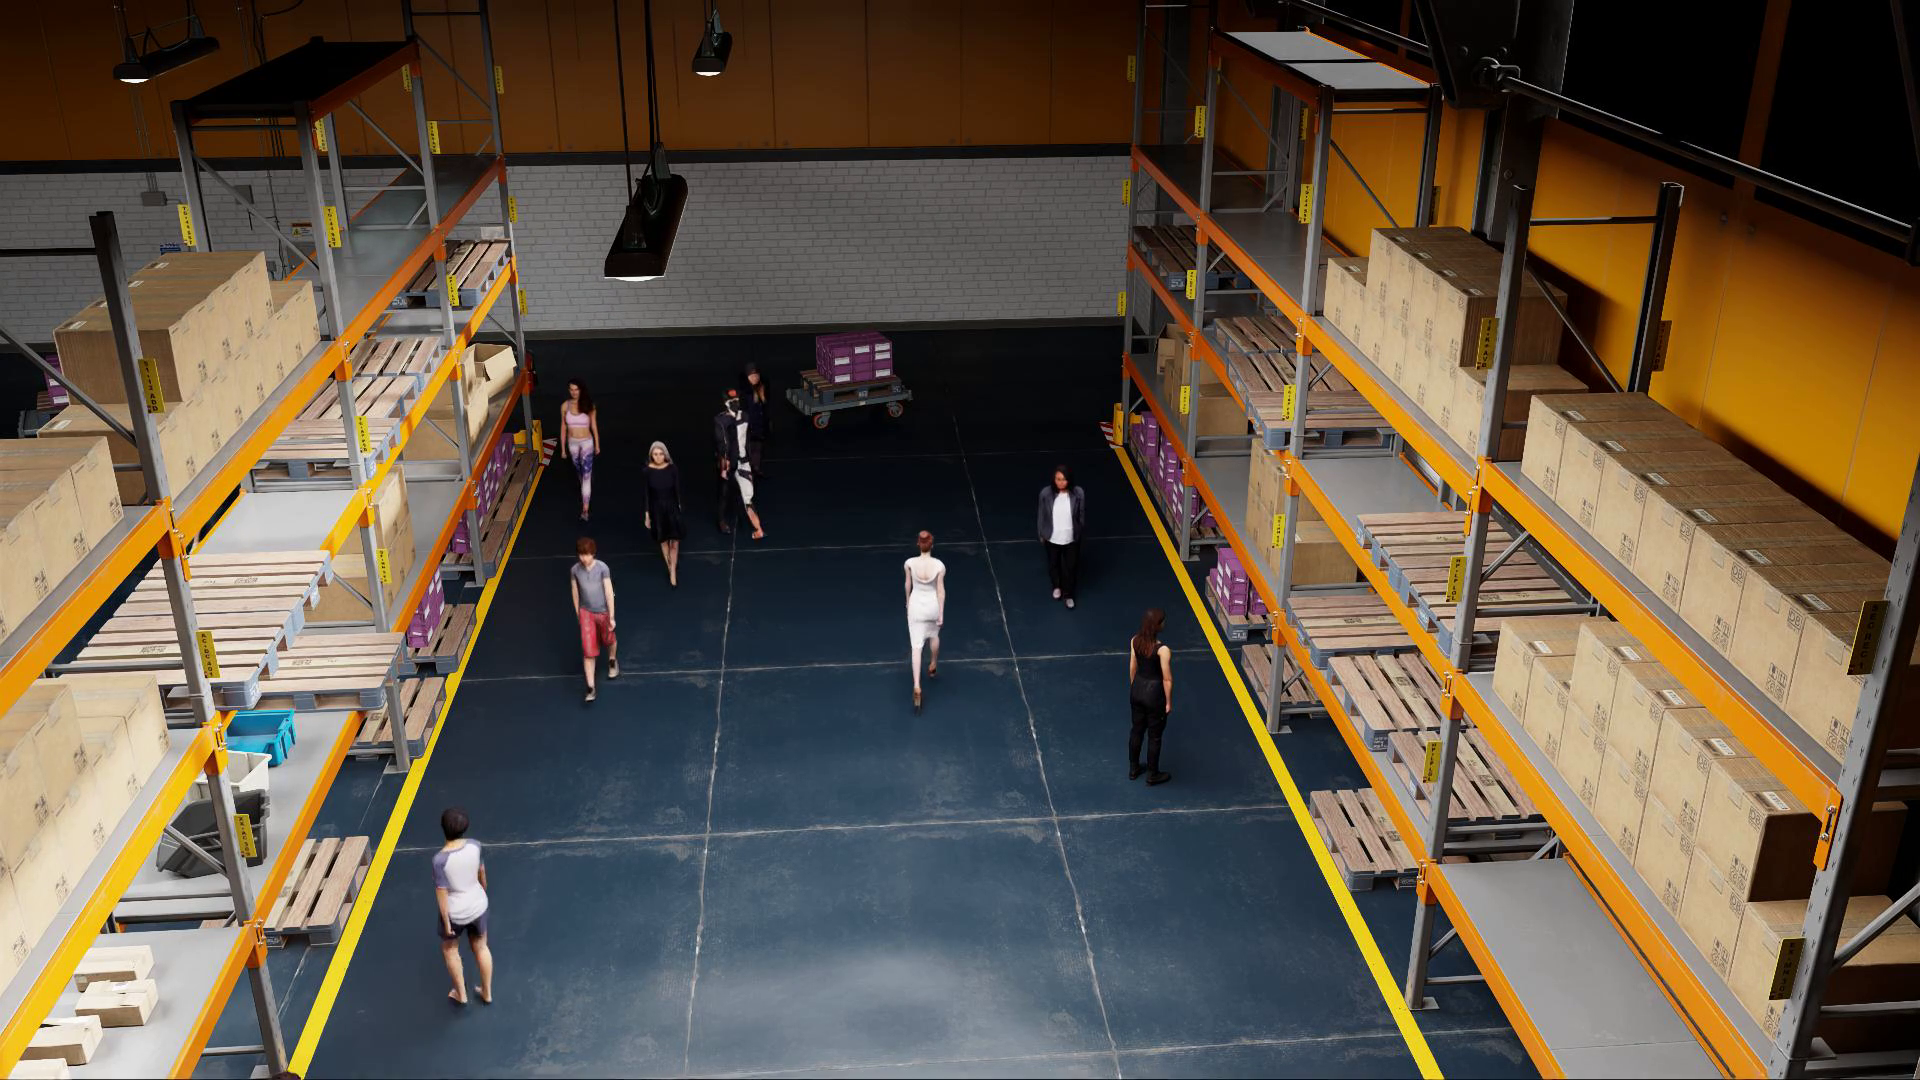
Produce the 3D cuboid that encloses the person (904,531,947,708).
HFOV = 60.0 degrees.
[{"bbox_3d":[-0.374,0.772,16.062,0.706,1.749,1.109,2,24,5],"label":"person"}]

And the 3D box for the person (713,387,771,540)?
[{"bbox_3d":[-2.759,-0.916,19.802,1.079,1.846,1.250,-16,28,-33],"label":"person"}]

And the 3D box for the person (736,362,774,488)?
[{"bbox_3d":[-2.654,-1.508,21.376,0.830,1.668,0.801,21,31,39],"label":"person"}]

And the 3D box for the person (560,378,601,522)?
[{"bbox_3d":[-4.666,-1.149,20.506,0.656,1.708,1.226,0,24,-1],"label":"person"}]

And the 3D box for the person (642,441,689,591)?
[{"bbox_3d":[-3.308,-0.304,18.545,0.655,1.730,0.734,-5,24,-11],"label":"person"}]

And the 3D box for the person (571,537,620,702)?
[{"bbox_3d":[-3.558,0.704,16.396,0.645,1.605,1.154,0,24,-1],"label":"person"}]

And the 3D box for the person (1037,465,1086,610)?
[{"bbox_3d":[1.116,-0.086,18.239,0.714,1.576,0.799,1,24,2],"label":"person"}]

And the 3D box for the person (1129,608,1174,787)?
[{"bbox_3d":[1.678,1.381,14.746,0.665,1.687,0.736,21,31,39],"label":"person"}]

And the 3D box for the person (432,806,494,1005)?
[{"bbox_3d":[-3.561,2.674,11.977,0.770,1.534,0.721,17,29,33],"label":"person"}]
